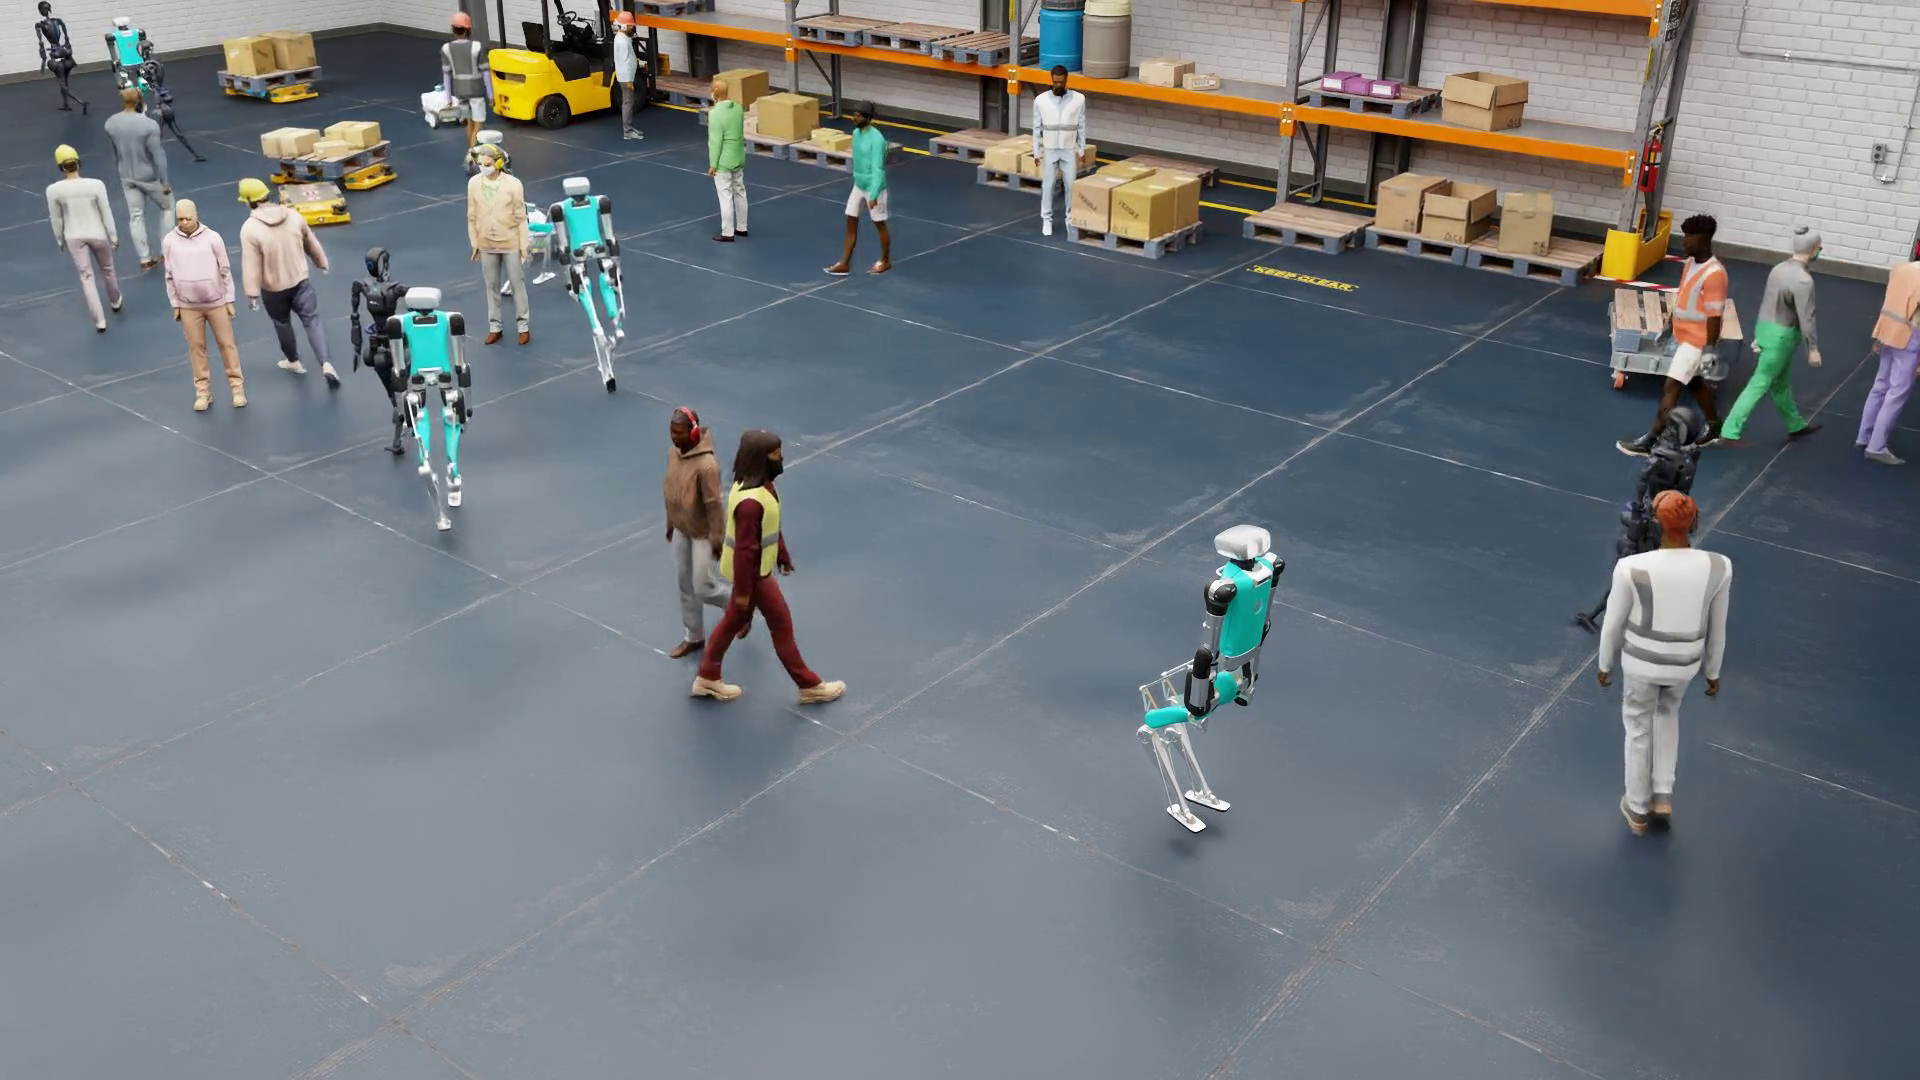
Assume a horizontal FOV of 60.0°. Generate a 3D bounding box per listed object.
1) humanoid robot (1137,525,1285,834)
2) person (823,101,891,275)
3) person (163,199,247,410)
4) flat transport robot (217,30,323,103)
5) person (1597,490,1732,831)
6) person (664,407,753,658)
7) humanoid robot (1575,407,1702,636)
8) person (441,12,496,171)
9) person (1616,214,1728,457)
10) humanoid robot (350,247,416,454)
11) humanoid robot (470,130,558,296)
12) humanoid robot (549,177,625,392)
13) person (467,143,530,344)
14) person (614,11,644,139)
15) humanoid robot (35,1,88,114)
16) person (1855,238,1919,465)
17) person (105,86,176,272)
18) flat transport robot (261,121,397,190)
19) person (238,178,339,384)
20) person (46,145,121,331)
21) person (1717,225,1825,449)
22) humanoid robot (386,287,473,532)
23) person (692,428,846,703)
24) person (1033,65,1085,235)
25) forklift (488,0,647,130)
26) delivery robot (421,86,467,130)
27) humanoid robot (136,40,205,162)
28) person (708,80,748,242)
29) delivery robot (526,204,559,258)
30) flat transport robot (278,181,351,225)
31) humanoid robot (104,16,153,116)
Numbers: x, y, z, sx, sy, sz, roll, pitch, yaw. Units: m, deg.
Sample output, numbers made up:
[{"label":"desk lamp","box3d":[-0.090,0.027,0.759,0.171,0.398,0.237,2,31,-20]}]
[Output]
[{"label":"humanoid robot","box3d":[1.188,0.644,8.395,0.735,1.677,0.533,23,34,39]},{"label":"person","box3d":[-1.056,-3.615,17.269,0.860,1.816,0.529,-21,33,-37]},{"label":"person","box3d":[-6.332,-1.978,13.925,0.519,1.782,0.402,-7,27,-13]},{"label":"flat transport robot","box3d":[-10.894,-7.129,26.335,1.431,0.231,0.659,16,30,30]},{"label":"person","box3d":[3.531,0.620,8.444,0.603,1.866,0.430,2,26,3]},{"label":"person","box3d":[-1.570,-0.055,10.104,0.492,1.643,0.480,-23,34,-39]},{"label":"humanoid robot","box3d":[4.212,-0.068,10.156,0.585,1.630,0.738,-17,31,-32]},{"label":"person","box3d":[-6.385,-5.787,21.571,0.622,2.010,0.886,2,26,5]},{"label":"person","box3d":[5.746,-1.591,12.987,0.892,1.912,0.628,3,26,6]},{"label":"humanoid robot","box3d":[-4.524,-1.506,13.123,0.600,1.620,0.799,4,26,7]},{"label":"humanoid robot","box3d":[-4.384,-3.303,16.753,0.539,1.735,1.000,20,32,36]},{"label":"humanoid robot","box3d":[-3.140,-2.177,14.463,0.561,1.814,0.942,-11,28,-22]},{"label":"person","box3d":[-4.257,-2.745,15.413,0.553,1.876,0.403,1,26,2]},{"label":"person","box3d":[-4.670,-6.544,23.430,0.352,1.740,0.571,-6,26,-12]},{"label":"humanoid robot","box3d":[-13.518,-7.262,25.043,0.740,1.639,0.591,10,27,19]},{"label":"person","box3d":[7.311,-1.496,12.897,0.404,1.828,0.619,-4,26,-8]},{"label":"person","box3d":[-8.615,-3.821,17.593,0.666,1.907,0.637,4,26,8]},{"label":"flat transport robot","box3d":[-8.017,-4.694,21.291,1.431,0.231,0.659,8,27,16]},{"label":"person","box3d":[-5.816,-2.249,14.444,0.836,1.814,0.907,-21,33,-37]},{"label":"person","box3d":[-8.382,-2.924,15.958,0.535,1.714,0.911,-12,28,-23]},{"label":"person","box3d":[6.530,-1.576,13.065,0.927,1.802,0.590,1,26,3]},{"label":"humanoid robot","box3d":[-3.671,-0.842,11.667,0.543,1.753,1.029,-7,27,-15]},{"label":"person","box3d":[-1.167,0.167,9.549,0.915,1.727,0.486,-2,26,-4]},{"label":"person","box3d":[1.115,-4.413,18.833,0.596,1.906,0.402,-1,26,-3]},{"label":"forklift","box3d":[-5.874,-7.334,24.552,1.214,2.155,2.313,19,32,34]},{"label":"delivery robot","box3d":[-7.588,-6.346,24.381,0.523,0.592,0.764,-18,31,-32]},{"label":"humanoid robot","box3d":[-10.546,-5.762,21.954,0.797,1.619,0.596,-13,29,-25]},{"label":"person","box3d":[-2.606,-4.230,18.591,0.384,1.781,0.539,16,30,29]},{"label":"delivery robot","box3d":[-4.672,-3.376,18.237,0.499,0.597,0.798,-12,28,-24]},{"label":"flat transport robot","box3d":[-7.750,-4.037,19.931,0.659,0.231,1.431,-12,28,-23]},{"label":"humanoid robot","box3d":[-11.497,-6.303,23.075,0.548,1.905,0.717,-22,33,-38]}]
